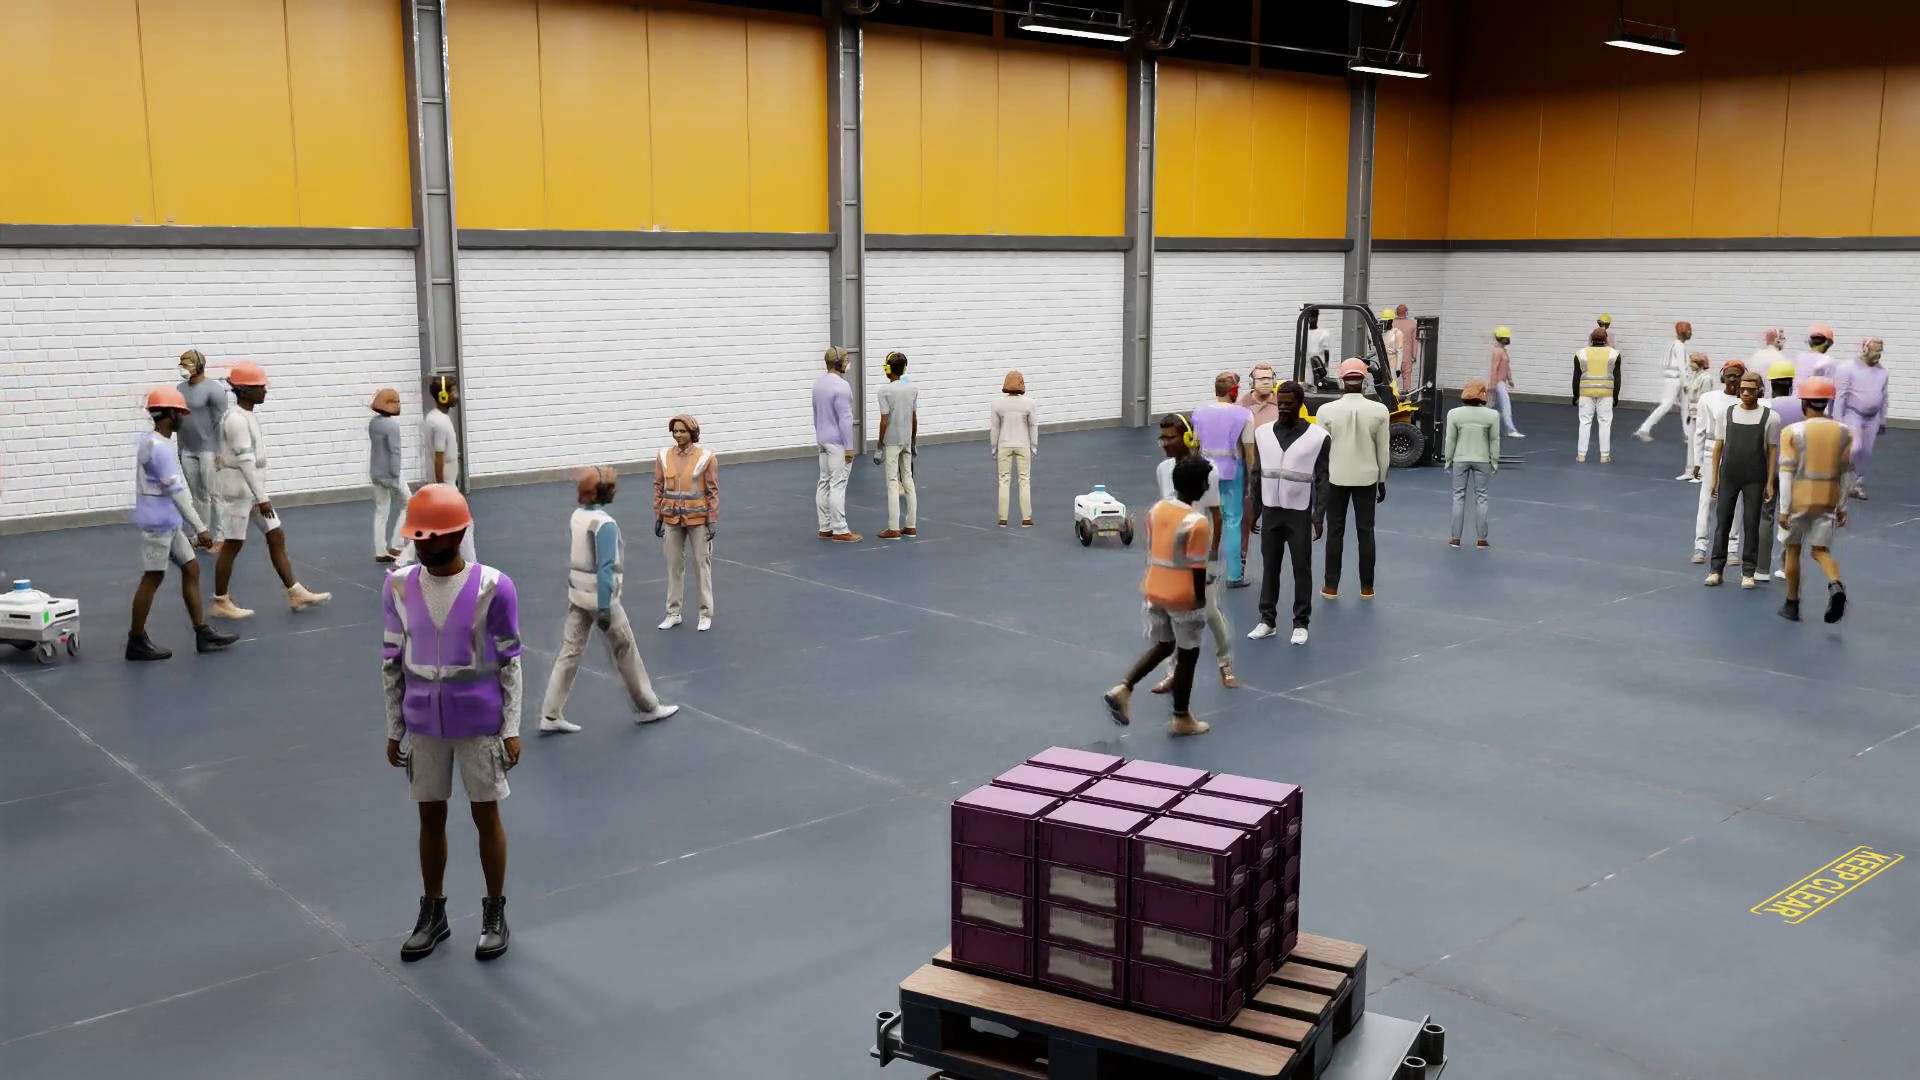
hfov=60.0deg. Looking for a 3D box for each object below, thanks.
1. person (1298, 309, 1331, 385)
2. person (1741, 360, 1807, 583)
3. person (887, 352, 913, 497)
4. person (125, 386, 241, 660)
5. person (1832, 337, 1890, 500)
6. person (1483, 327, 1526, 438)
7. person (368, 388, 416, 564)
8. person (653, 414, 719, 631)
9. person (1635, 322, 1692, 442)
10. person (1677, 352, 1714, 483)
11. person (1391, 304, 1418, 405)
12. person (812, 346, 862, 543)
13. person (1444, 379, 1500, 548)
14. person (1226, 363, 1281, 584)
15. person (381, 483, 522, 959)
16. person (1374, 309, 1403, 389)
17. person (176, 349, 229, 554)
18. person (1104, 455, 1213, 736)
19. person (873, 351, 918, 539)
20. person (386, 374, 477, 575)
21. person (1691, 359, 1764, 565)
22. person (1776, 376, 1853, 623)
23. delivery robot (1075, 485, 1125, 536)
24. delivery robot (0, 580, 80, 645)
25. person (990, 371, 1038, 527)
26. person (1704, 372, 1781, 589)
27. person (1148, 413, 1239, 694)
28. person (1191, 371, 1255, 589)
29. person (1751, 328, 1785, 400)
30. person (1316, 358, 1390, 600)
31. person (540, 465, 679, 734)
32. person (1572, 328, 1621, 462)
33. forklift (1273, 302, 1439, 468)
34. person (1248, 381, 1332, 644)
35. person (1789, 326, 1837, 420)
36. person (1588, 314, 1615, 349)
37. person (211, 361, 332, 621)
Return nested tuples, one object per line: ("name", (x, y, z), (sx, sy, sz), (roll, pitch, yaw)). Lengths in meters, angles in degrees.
("person", (6.014, -2.995, 28.403), (0.606, 1.949, 0.432), (3, 10, 19))
("person", (7.056, -0.593, 14.396), (0.594, 1.922, 0.384), (-1, 10, -7))
("person", (-0.708, -1.348, 19.483), (0.317, 1.695, 0.540), (2, 10, 14))
("person", (-5.531, -0.116, 11.645), (0.784, 1.898, 0.601), (-4, 11, -24))
("person", (10.434, -1.400, 19.227), (0.663, 1.884, 0.425), (-1, 10, -8))
("person", (8.392, -2.473, 25.967), (0.888, 1.727, 0.522), (5, 11, 26))
("person", (-5.207, -0.581, 15.233), (0.501, 1.618, 0.426), (8, 13, 40))
("person", (-2.060, -0.132, 12.531), (0.514, 1.641, 0.307), (2, 10, 12))
("person", (10.752, -2.375, 25.098), (0.966, 1.846, 0.585), (4, 11, 24))
("person", (9.195, -1.519, 20.683), (0.333, 1.630, 0.530), (1, 10, 8))
("person", (8.329, -3.497, 31.451), (0.638, 1.910, 0.406), (3, 10, 18))
("person", (-1.227, -0.938, 16.373), (0.370, 1.940, 0.627), (-6, 11, -31))
("person", (4.944, -0.735, 16.080), (0.507, 1.631, 0.278), (3, 10, 17))
("person", (2.553, -0.557, 14.222), (0.651, 1.913, 0.410), (2, 10, 13))
("person", (-2.025, 0.729, 6.627), (0.550, 1.933, 0.373), (0, 10, 1))
("person", (7.356, -3.013, 28.627), (0.434, 1.913, 0.598), (-5, 11, -29))
("person", (-7.190, -0.835, 15.773), (0.627, 1.941, 0.374), (5, 11, 26))
("person", (1.196, 0.344, 9.632), (0.556, 1.676, 0.560), (-5, 11, -28))
("person", (-0.643, -0.939, 16.579), (0.521, 1.873, 0.328), (-9, 13, -41))
("person", (-4.398, -0.472, 13.990), (0.887, 1.834, 0.523), (-5, 11, -25))
("person", (7.001, -0.707, 15.187), (0.575, 1.883, 0.362), (4, 10, 22))
("person", (6.500, -0.285, 12.635), (0.559, 1.910, 0.724), (0, 10, 2))
("delivery robot", (1.376, -0.298, 16.399), (0.477, 0.478, 0.707), (-2, 10, -12))
("delivery robot", (-6.522, 0.522, 11.599), (0.707, 0.478, 0.477), (3, 10, 15))
("person", (0.563, -0.940, 17.283), (0.497, 1.633, 0.284), (1, 10, 6))
("person", (6.639, -0.504, 14.108), (0.505, 1.847, 0.348), (6, 12, 32))
("person", (1.542, 0.081, 10.767), (0.534, 1.832, 0.686), (9, 13, 42))
("person", (2.221, -0.504, 14.112), (0.567, 1.841, 0.377), (6, 11, 31))
("person", (10.434, -1.778, 21.403), (0.432, 1.894, 0.670), (0, 10, -2))
("person", (3.205, -0.495, 13.639), (0.608, 1.987, 0.388), (1, 10, 7))
("person", (-2.134, 0.349, 9.840), (0.857, 1.589, 0.534), (-7, 12, -36))
("person", (8.703, -1.980, 22.764), (0.622, 1.845, 0.429), (4, 10, 20))
("forklift", (5.320, -2.157, 22.763), (2.313, 2.155, 1.214), (3, 10, 16))
("person", (2.397, -0.206, 12.151), (0.591, 1.919, 0.390), (6, 11, 30))
("person", (10.345, -1.609, 20.217), (1.045, 1.962, 0.622), (-3, 10, -15))
("person", (11.707, -3.239, 30.352), (0.310, 1.768, 0.533), (-7, 12, -34))
("person", (-5.385, -0.372, 12.862), (0.974, 2.002, 0.618), (-2, 10, -10))
